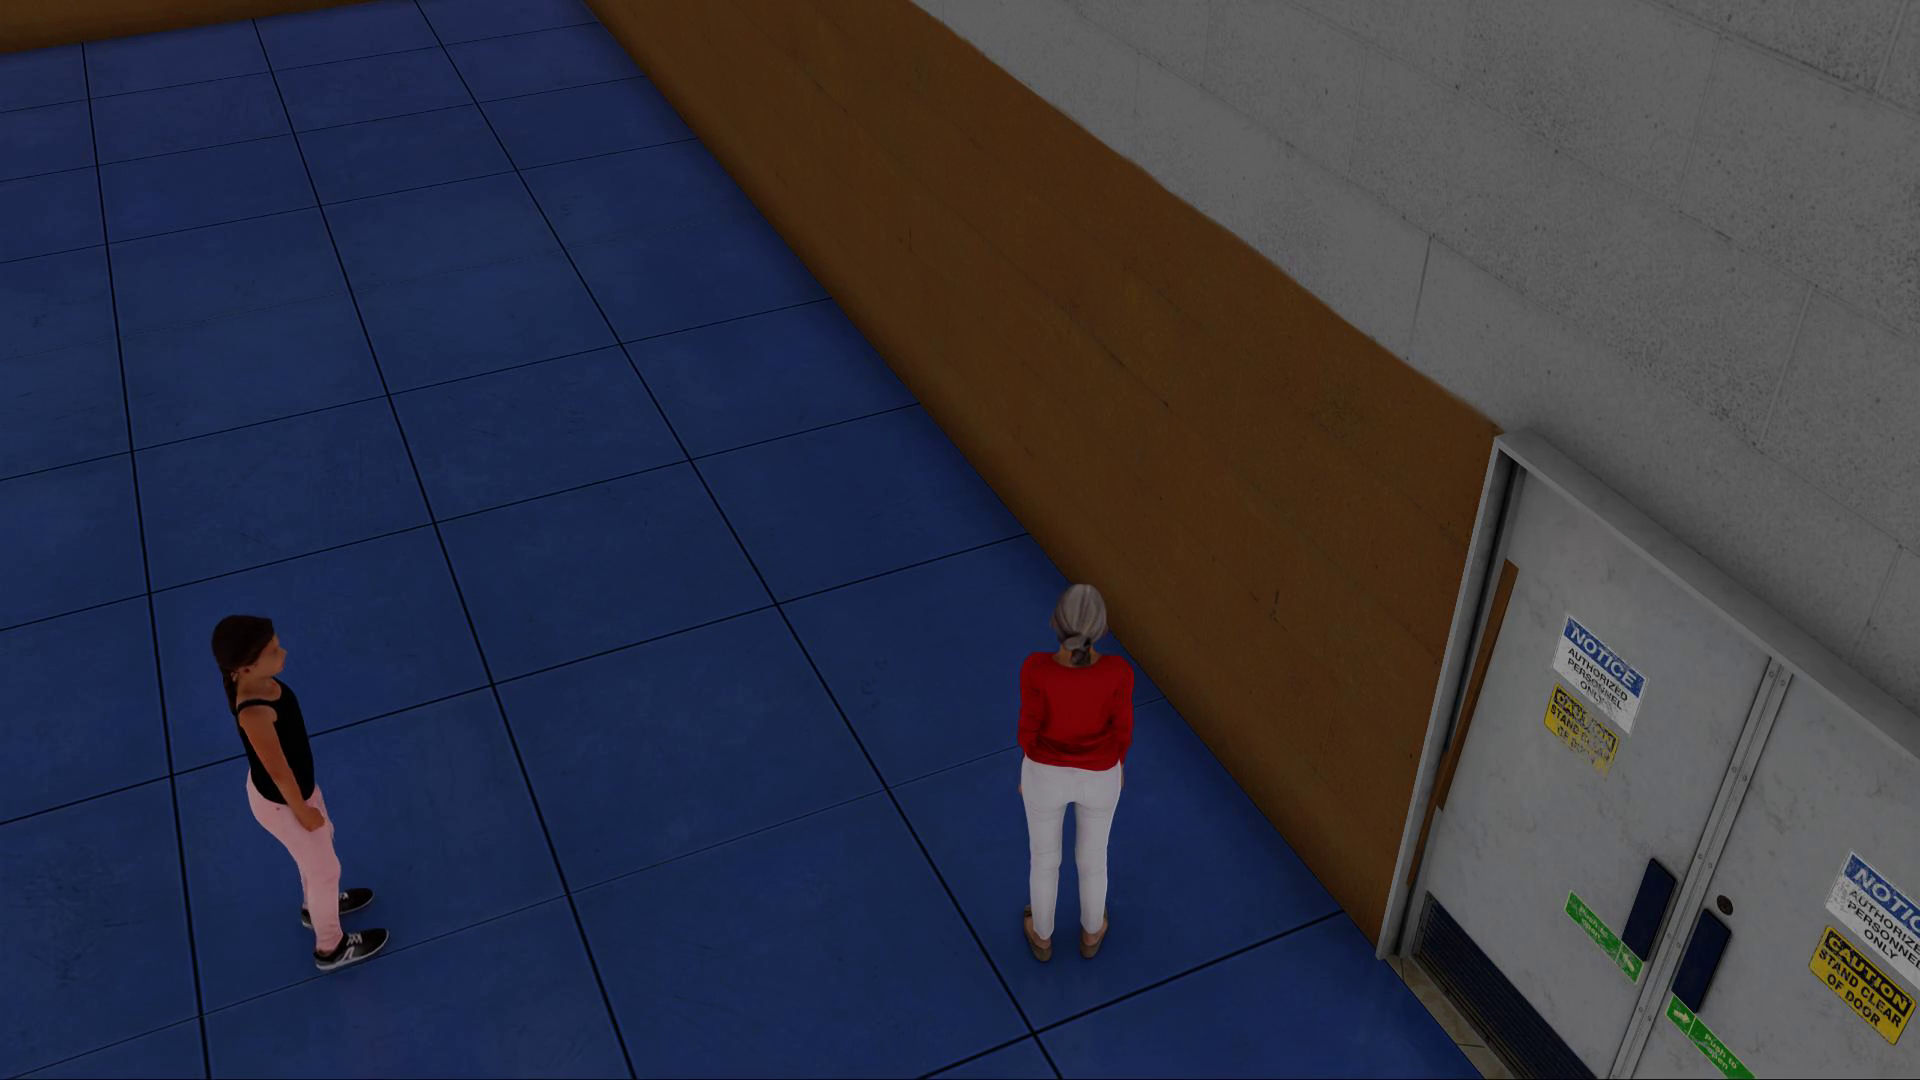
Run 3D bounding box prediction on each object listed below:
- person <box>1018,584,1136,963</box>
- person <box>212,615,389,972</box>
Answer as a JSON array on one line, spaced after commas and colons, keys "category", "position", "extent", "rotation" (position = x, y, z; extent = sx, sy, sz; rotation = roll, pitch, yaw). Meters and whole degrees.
[{"category": "person", "position": [0.385, 0.823, 5.714], "extent": [0.597, 1.694, 0.690], "rotation": [0, 37, -1]}, {"category": "person", "position": [-2.327, 0.876, 5.759], "extent": [0.503, 1.554, 0.526], "rotation": [-18, 40, -22]}]
